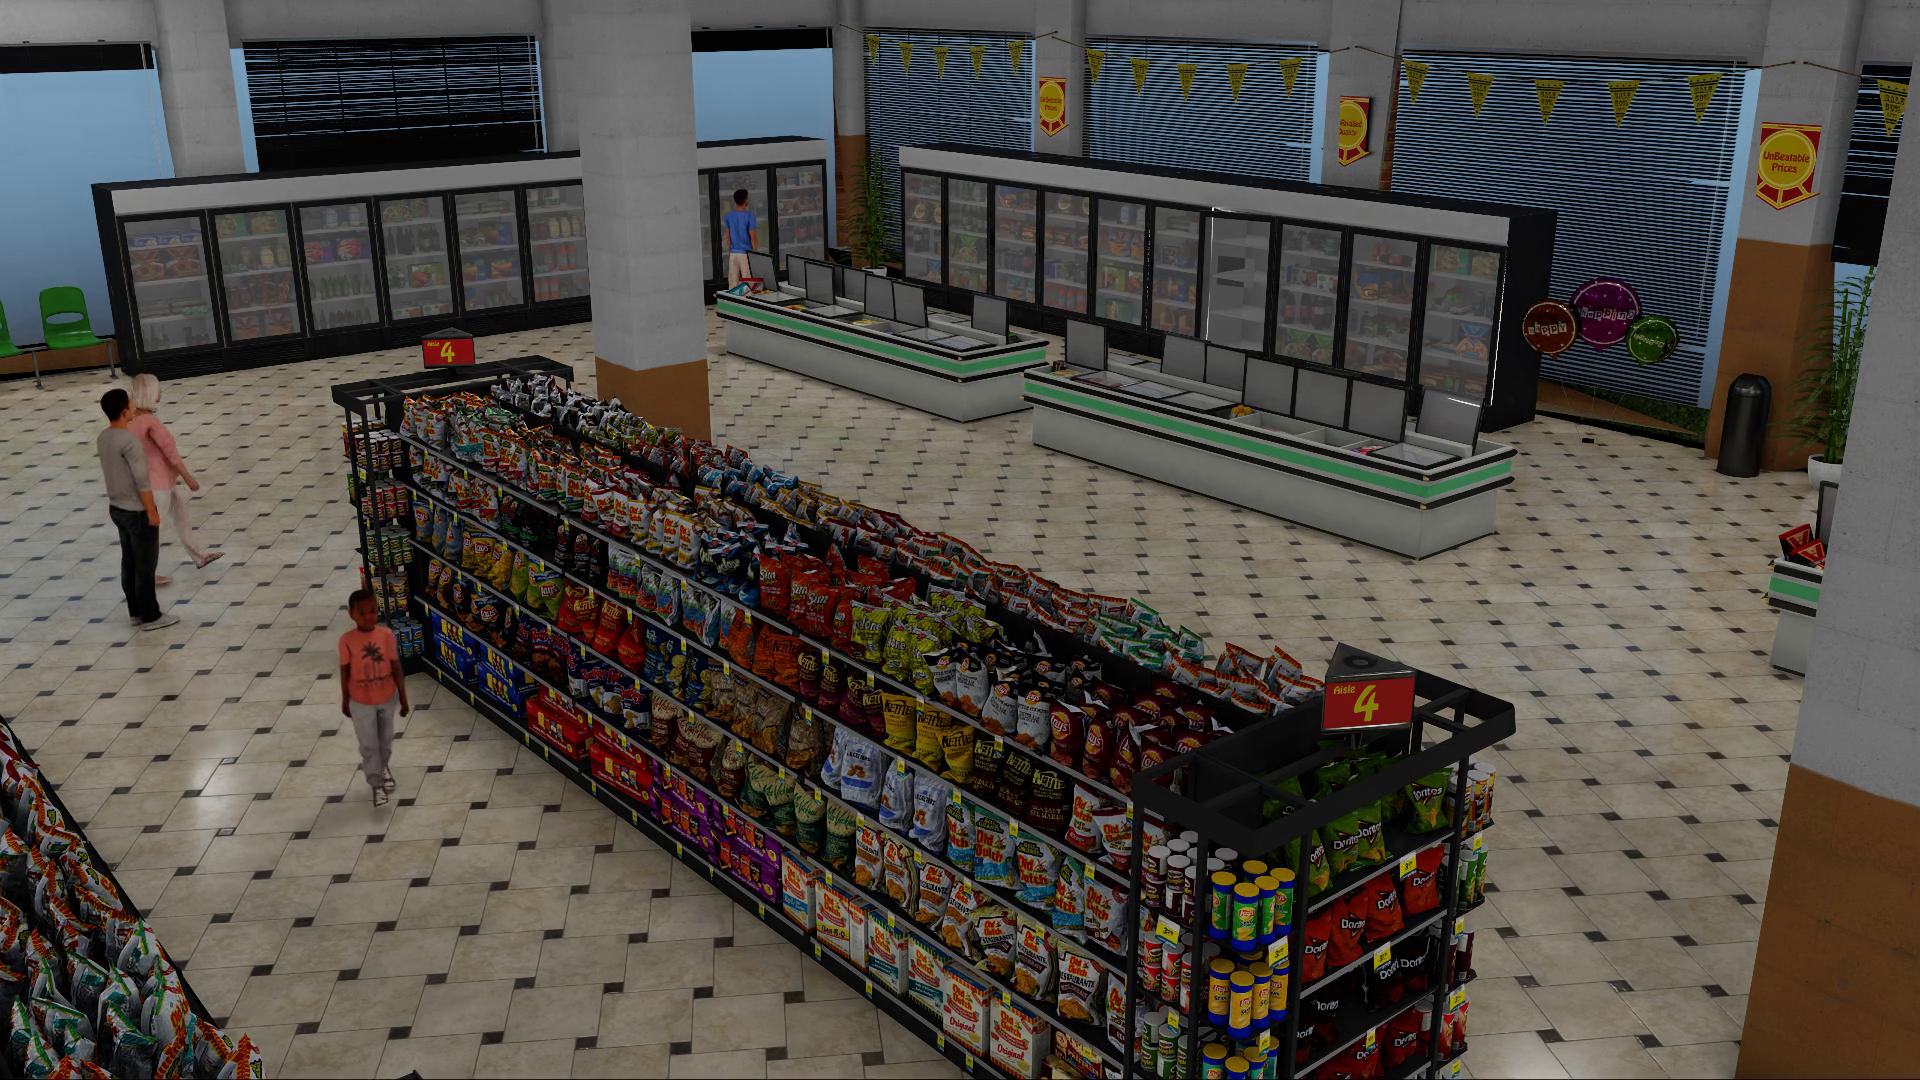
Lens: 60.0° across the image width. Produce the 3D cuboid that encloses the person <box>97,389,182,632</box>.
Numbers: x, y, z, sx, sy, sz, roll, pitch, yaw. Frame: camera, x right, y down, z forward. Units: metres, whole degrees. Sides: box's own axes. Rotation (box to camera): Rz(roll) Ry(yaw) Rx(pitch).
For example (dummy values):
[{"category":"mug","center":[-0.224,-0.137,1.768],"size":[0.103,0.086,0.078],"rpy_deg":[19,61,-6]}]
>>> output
[{"category":"person","center":[-6.135,-0.221,12.305],"size":[0.562,1.808,0.760],"rpy_deg":[13,23,34]}]

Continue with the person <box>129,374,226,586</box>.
[{"category":"person","center":[-6.419,-0.436,13.116],"size":[0.698,1.698,0.890],"rpy_deg":[-17,25,-41]}]

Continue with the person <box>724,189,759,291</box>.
[{"category":"person","center":[-3.064,-3.991,23.401],"size":[0.664,1.862,0.793],"rpy_deg":[7,20,20]}]

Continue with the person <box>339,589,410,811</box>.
[{"category":"person","center":[-3.478,0.895,9.814],"size":[0.611,1.284,0.860],"rpy_deg":[-9,21,-26]}]
